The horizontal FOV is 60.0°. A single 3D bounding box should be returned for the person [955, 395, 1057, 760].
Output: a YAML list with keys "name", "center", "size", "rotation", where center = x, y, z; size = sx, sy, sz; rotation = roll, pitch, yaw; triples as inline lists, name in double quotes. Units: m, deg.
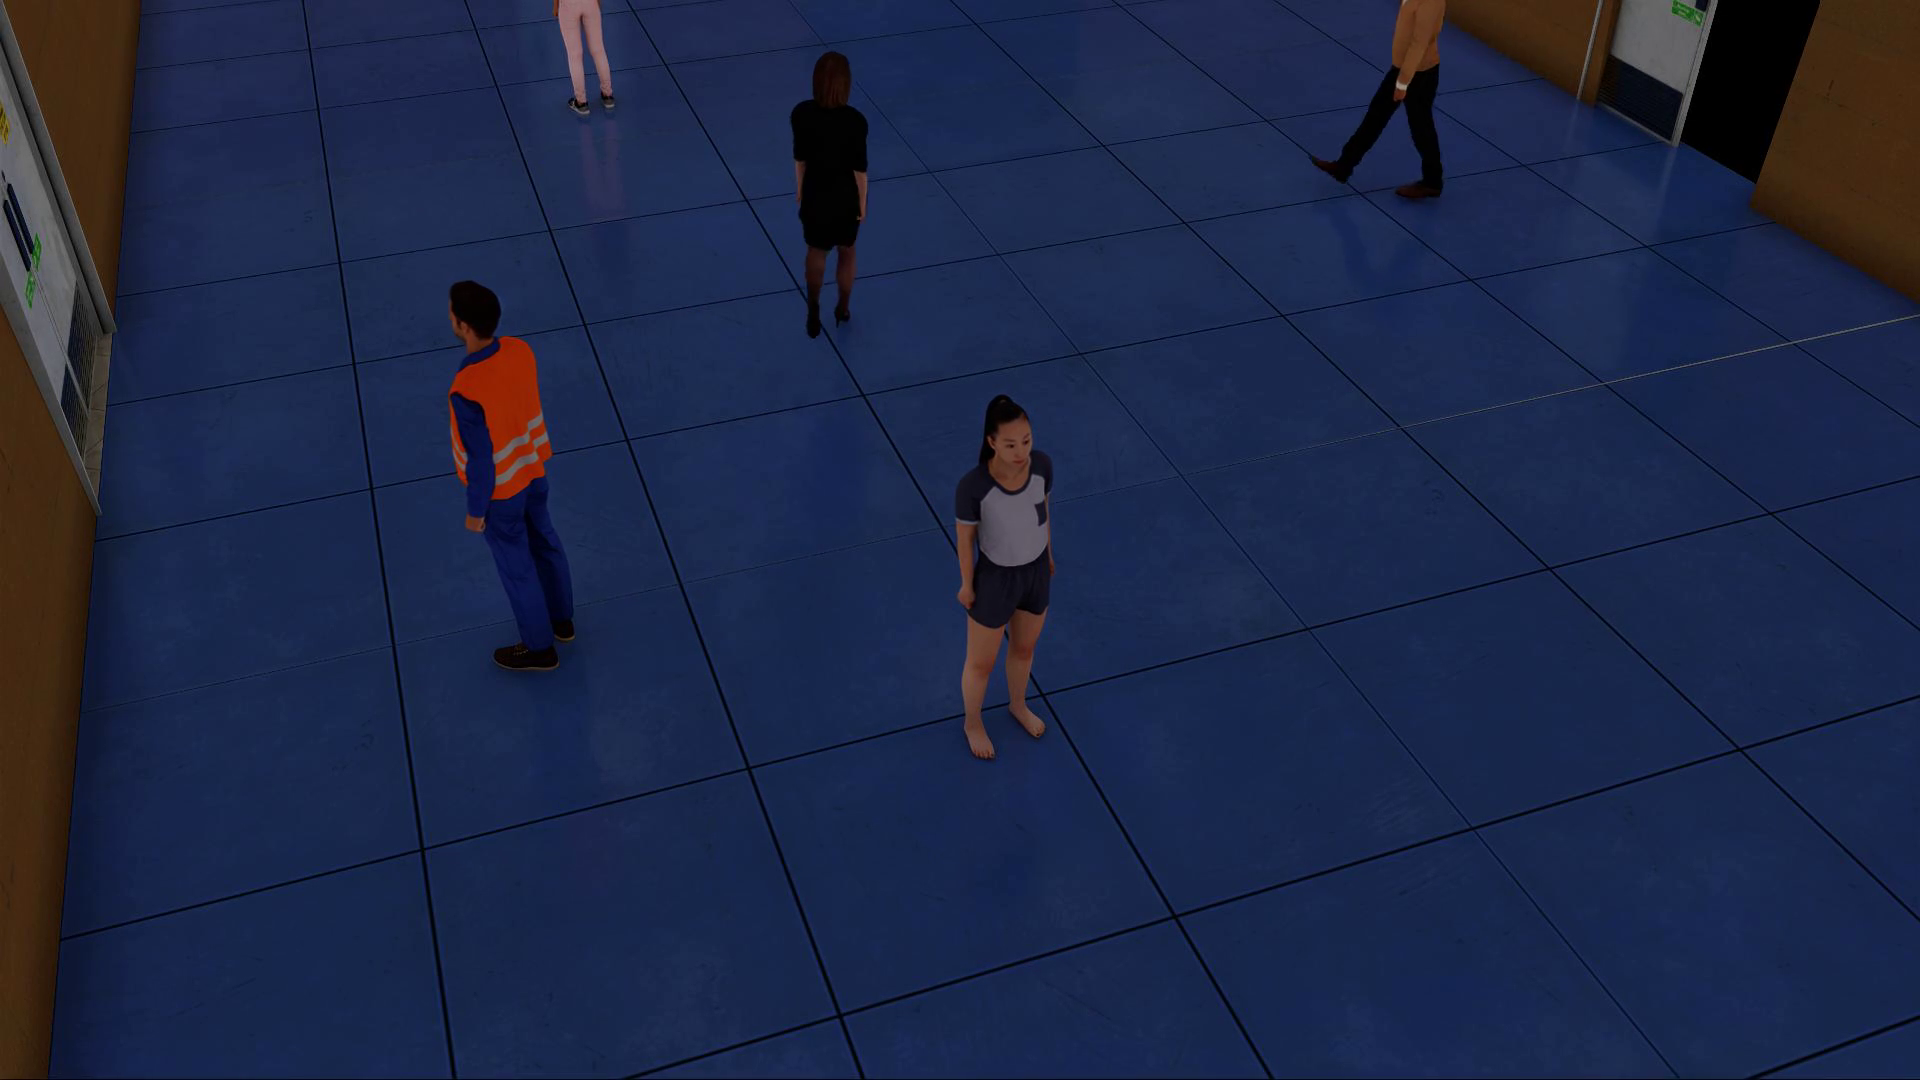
- name: "person"
  center: [0.181, 0.158, 6.679]
  size: [0.528, 1.650, 0.698]
  rotation: [-21, 42, -25]

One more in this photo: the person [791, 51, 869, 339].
- name: "person"
  center: [-0.743, -1.869, 9.333]
  size: [0.902, 1.691, 0.904]
  rotation: [7, 38, 10]

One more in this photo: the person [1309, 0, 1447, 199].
- name: "person"
  center: [3.042, -3.026, 10.870]
  size: [1.218, 1.711, 0.943]
  rotation: [2, 37, 3]

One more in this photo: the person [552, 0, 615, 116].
- name: "person"
  center: [-2.798, -3.918, 12.181]
  size: [0.478, 1.564, 0.621]
  rotation: [-18, 41, -23]

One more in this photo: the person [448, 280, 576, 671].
- name: "person"
  center: [-1.917, -0.251, 7.047]
  size: [0.816, 1.864, 0.794]
  rotation: [10, 38, 12]
